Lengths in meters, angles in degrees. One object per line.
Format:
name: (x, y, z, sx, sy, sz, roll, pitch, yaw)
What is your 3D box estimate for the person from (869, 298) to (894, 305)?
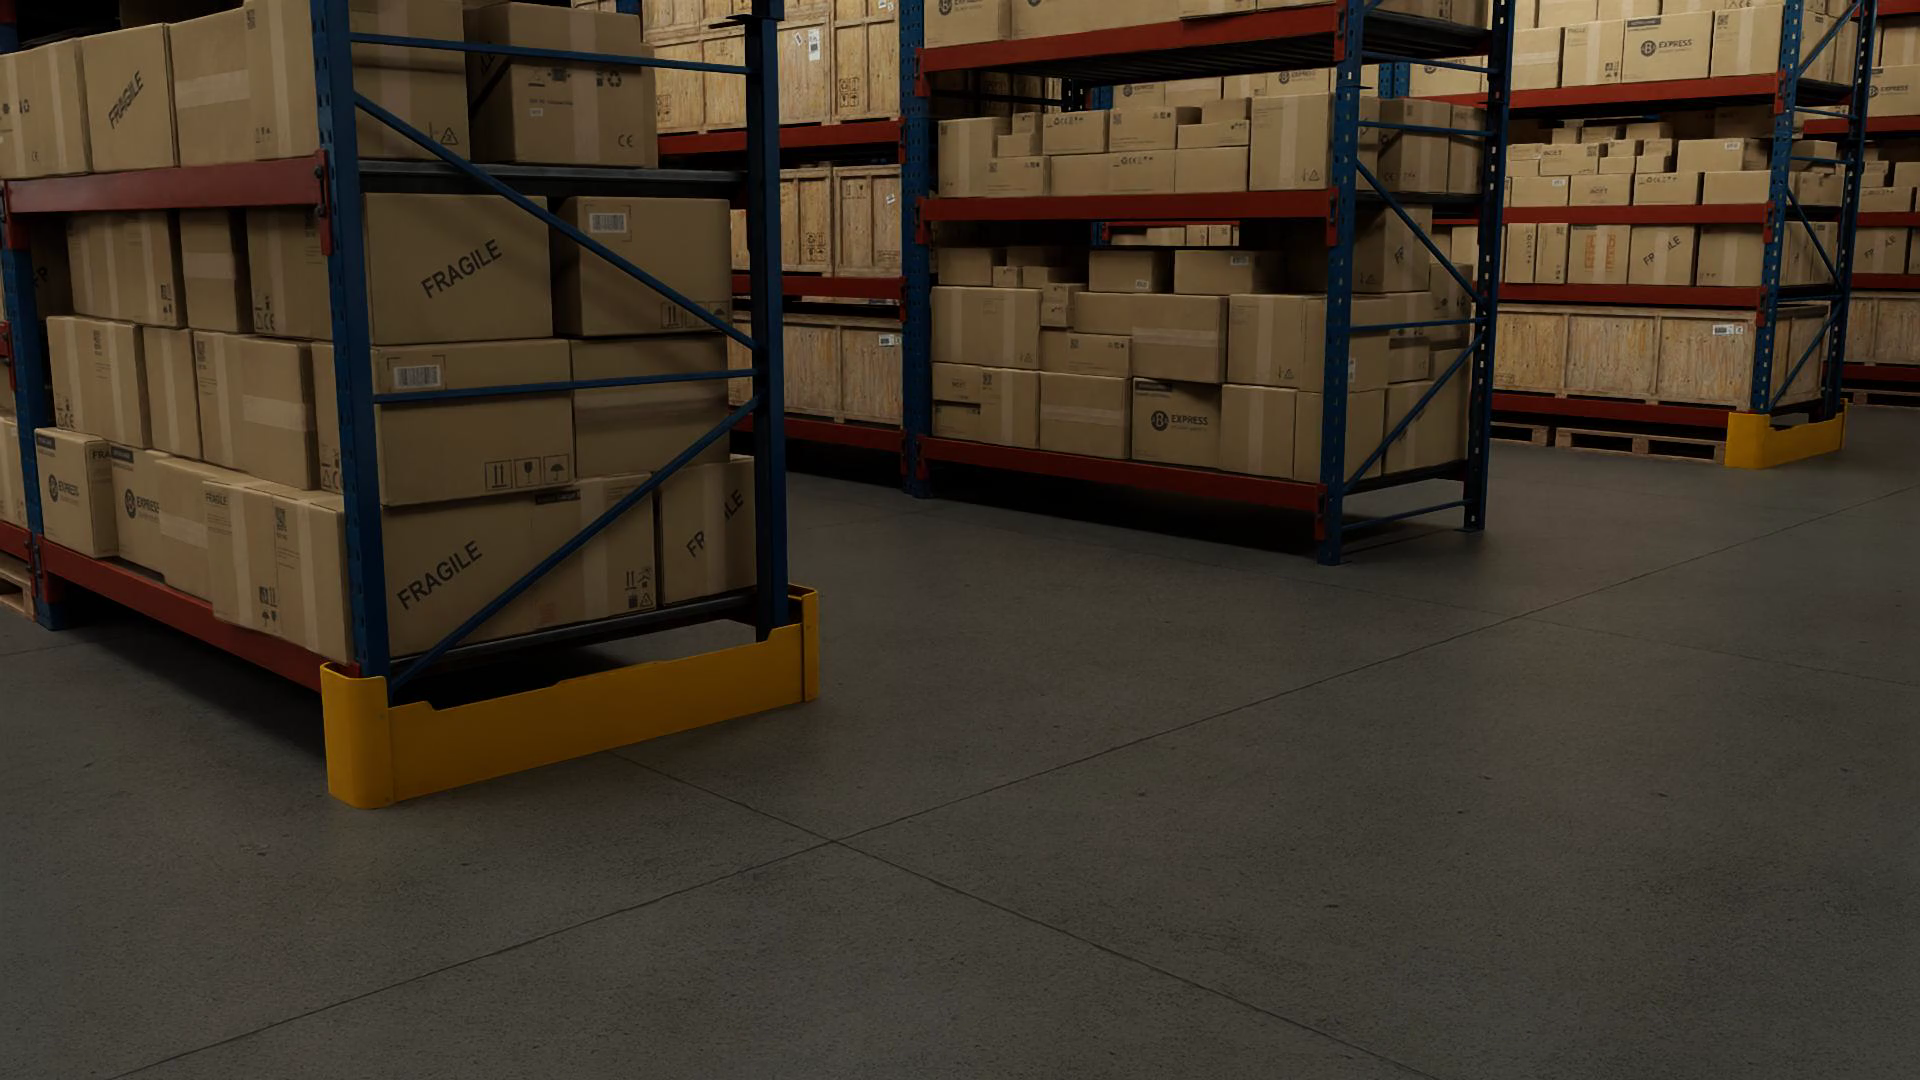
person: (-1.045, -2.794, 21.663, 0.354, 1.939, 0.544, 4, 11, 18)
